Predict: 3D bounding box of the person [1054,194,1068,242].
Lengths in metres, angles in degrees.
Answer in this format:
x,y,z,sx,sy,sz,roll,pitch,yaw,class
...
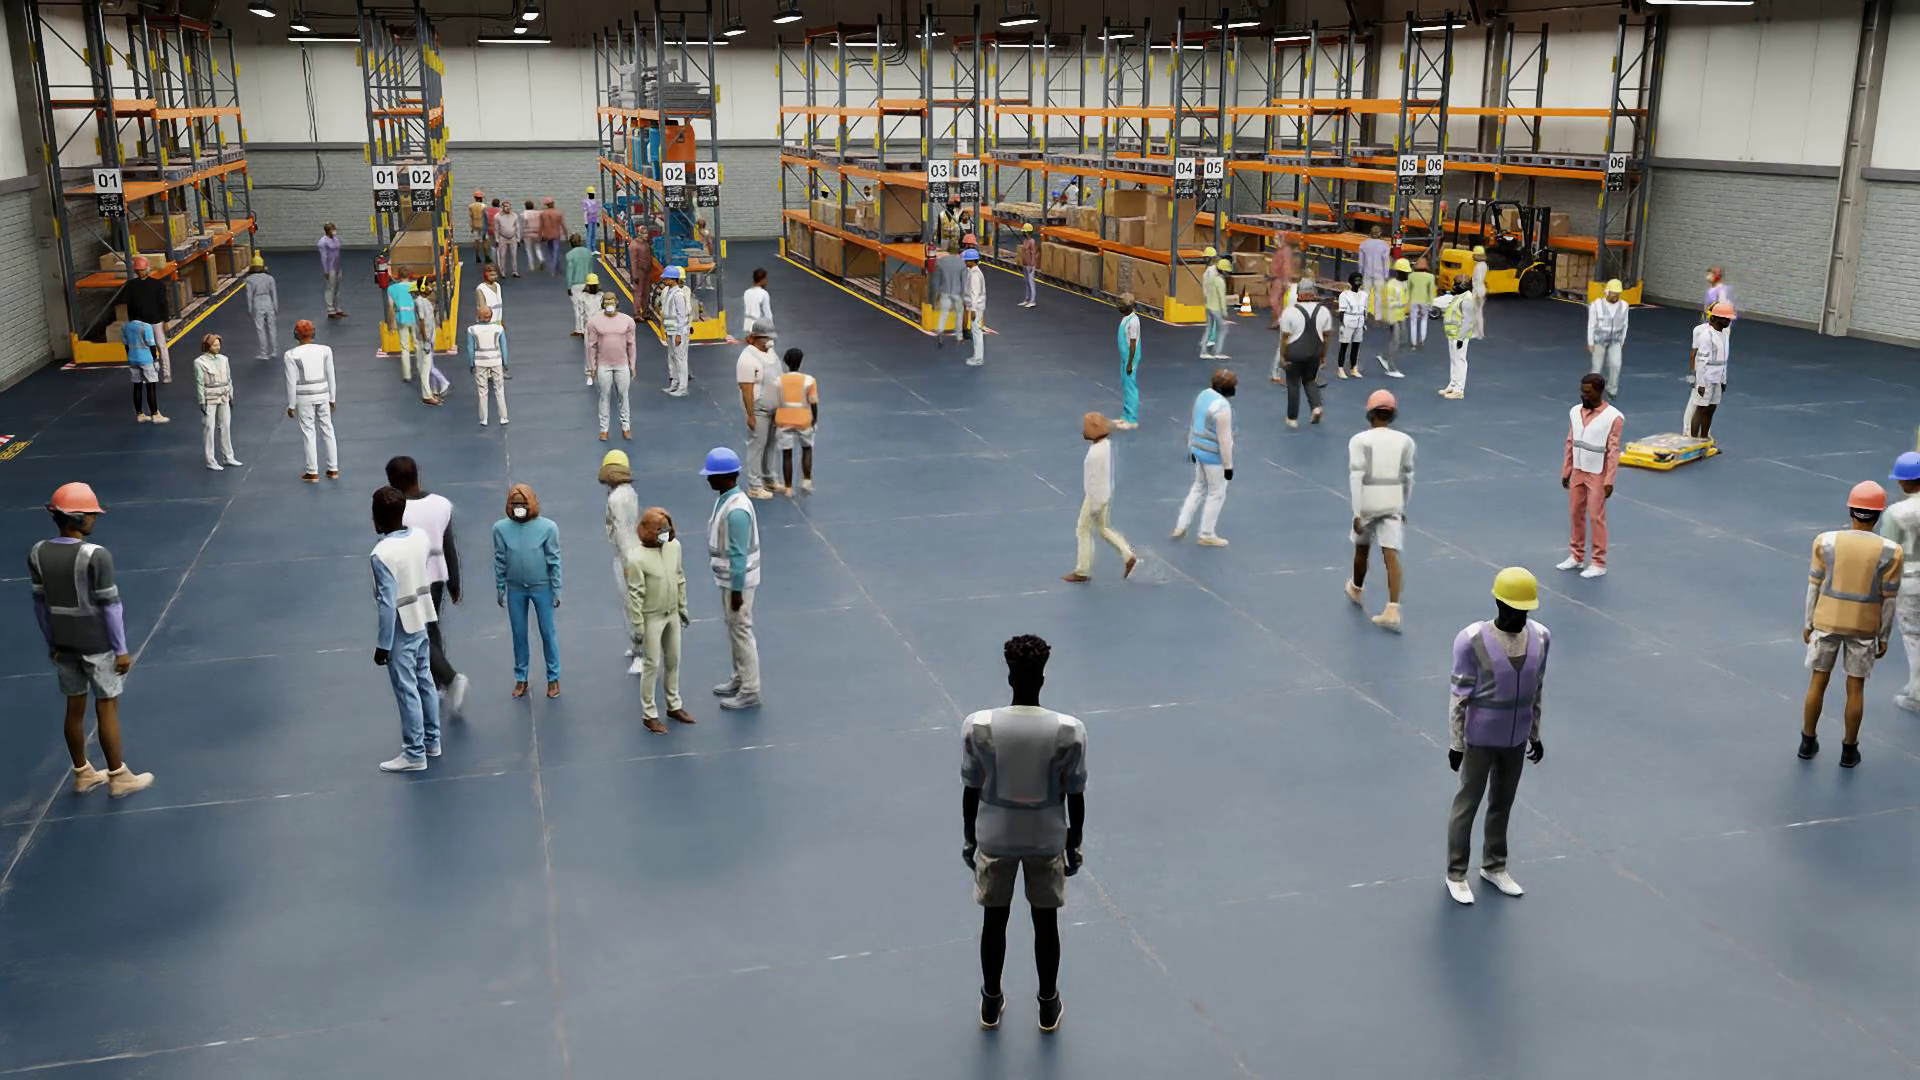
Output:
x,y,z,sx,sy,sz,roll,pitch,yaw,class
2.763,-8.437,45.035,0.554,1.855,0.538,-2,15,-9,person

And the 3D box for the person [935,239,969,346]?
x,y,z,sx,sy,sz,roll,pitch,yaw,class
-0.150,-4.424,29.837,0.643,1.915,0.850,5,16,18,person

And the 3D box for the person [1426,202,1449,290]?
x,y,z,sx,sy,sz,roll,pitch,yaw,class
11.093,-6.841,38.702,0.409,2.032,0.608,-1,15,-2,person

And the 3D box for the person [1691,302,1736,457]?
x,y,z,sx,sy,sz,roll,pitch,yaw,class
9.361,-1.997,20.664,0.543,1.931,0.387,-11,18,-35,person

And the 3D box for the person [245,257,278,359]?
x,y,z,sx,sy,sz,roll,pitch,yaw,class
-11.963,-3.970,28.531,0.504,1.710,0.588,-10,18,-34,person

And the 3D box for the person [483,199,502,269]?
x,y,z,sx,sy,sz,roll,pitch,yaw,class
-12.156,-8.057,43.743,0.669,1.791,0.948,-1,15,-4,person

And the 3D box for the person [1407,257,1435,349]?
x,y,z,sx,sy,sz,roll,pitch,yaw,class
8.179,-4.232,29.677,0.507,1.607,0.681,3,15,13,person

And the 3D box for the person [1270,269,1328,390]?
x,y,z,sx,sy,sz,roll,pitch,yaw,class
5.200,-3.221,25.408,0.632,1.852,1.059,-13,20,-41,person

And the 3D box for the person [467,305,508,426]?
x,y,z,sx,sy,sz,roll,pitch,yaw,class
-6.416,-2.371,22.628,0.523,1.638,0.310,-4,15,-16,person

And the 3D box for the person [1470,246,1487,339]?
x,y,z,sx,sy,sz,roll,pitch,yaw,class
9.539,-4.570,30.744,0.419,1.726,0.495,9,17,29,person

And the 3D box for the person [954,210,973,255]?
x,y,z,sx,sy,sz,roll,pitch,yaw,class
0.109,-6.741,38.679,0.507,1.846,0.345,-6,16,-22,person

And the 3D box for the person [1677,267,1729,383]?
x,y,z,sx,sy,sz,roll,pitch,yaw,class
11.583,-3.332,25.900,0.794,1.816,0.579,3,15,10,person

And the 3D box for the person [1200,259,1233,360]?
x,y,z,sx,sy,sz,roll,pitch,yaw,class
4.381,-3.895,28.195,0.491,1.725,0.534,-3,15,-13,person

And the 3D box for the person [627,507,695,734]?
x,y,z,sx,sy,sz,roll,pitch,yaw,class
-2.106,0.552,11.661,0.285,1.624,0.509,10,18,33,person

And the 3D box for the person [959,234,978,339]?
x,y,z,sx,sy,sz,roll,pitch,yaw,class
0.146,-4.698,30.823,0.376,1.933,0.545,-3,15,-10,person

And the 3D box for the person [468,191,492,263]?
x,y,z,sx,sy,sz,roll,pitch,yaw,class
-12.994,-8.473,45.025,0.546,1.934,0.376,2,15,7,person

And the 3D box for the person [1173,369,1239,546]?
x,y,z,sx,sy,sz,roll,pitch,yaw,class
2.460,-0.817,16.485,0.547,1.803,0.741,-4,15,-14,person

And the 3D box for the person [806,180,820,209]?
x,y,z,sx,sy,sz,roll,pitch,yaw,class
-4.589,-10.258,51.751,0.372,1.930,0.543,7,17,26,person

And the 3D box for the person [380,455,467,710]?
x,y,z,sx,sy,sz,roll,pitch,yaw,class
-3.870,0.315,12.057,0.722,1.886,0.606,9,18,32,person

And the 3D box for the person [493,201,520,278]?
x,y,z,sx,sy,sz,roll,pitch,yaw,class
-11.208,-7.440,41.216,0.643,1.901,0.396,-8,17,-29,person

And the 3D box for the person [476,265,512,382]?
x,y,z,sx,sy,sz,roll,pitch,yaw,class
-7.379,-3.406,26.158,0.394,1.831,0.578,4,15,15,person

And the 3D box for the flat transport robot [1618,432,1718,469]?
x,y,z,sx,sy,sz,roll,pitch,yaw,class
8.722,-1.113,20.517,1.431,0.197,0.652,-13,20,-41,flat transport robot

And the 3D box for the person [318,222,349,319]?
x,y,z,sx,sy,sz,roll,pitch,yaw,class
-12.687,-5.452,33.645,0.358,1.938,0.636,2,15,8,person

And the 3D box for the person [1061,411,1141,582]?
x,y,z,sx,sy,sz,roll,pitch,yaw,class
1.297,-0.382,15.187,0.634,1.611,0.504,6,16,20,person

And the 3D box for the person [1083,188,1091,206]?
x,y,z,sx,sy,sz,roll,pitch,yaw,class
3.805,-9.815,50.476,0.351,1.734,0.499,2,15,7,person

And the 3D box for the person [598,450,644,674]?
x,y,z,sx,sy,sz,roll,pitch,yaw,class
-2.611,0.174,12.943,0.391,1.697,0.679,0,15,-1,person

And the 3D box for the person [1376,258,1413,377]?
x,y,z,sx,sy,sz,roll,pitch,yaw,class
6.950,-3.545,26.552,0.507,1.902,0.589,13,20,41,person

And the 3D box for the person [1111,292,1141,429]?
x,y,z,sx,sy,sz,roll,pitch,yaw,class
2.257,-2.419,22.436,0.347,1.838,0.500,-2,15,-7,person

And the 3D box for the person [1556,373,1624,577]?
x,y,z,sx,sy,sz,roll,pitch,yaw,class
5.889,-0.620,15.537,0.401,1.906,0.598,-7,17,-26,person

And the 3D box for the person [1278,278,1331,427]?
x,y,z,sx,sy,sz,roll,pitch,yaw,class
4.619,-2.544,22.511,0.683,2.000,0.541,-3,15,-12,person

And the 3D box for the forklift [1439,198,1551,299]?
x,y,z,sx,sy,sz,roll,pitch,yaw,class
11.913,-6.508,37.130,2.313,2.155,1.214,-4,15,-15,forklift

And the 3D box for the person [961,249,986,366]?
x,y,z,sx,sy,sz,roll,pitch,yaw,class
0.224,-3.885,27.764,0.421,1.940,0.604,0,15,-1,person

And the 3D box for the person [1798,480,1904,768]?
x,y,z,sx,sy,sz,roll,pitch,yaw,class
5.911,0.555,11.075,0.540,1.929,0.394,9,17,30,person

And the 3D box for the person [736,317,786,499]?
x,y,z,sx,sy,sz,roll,pitch,yaw,class
-2.169,-1.481,18.511,0.535,2.000,0.686,6,16,20,person

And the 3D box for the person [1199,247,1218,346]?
x,y,z,sx,sy,sz,roll,pitch,yaw,class
4.477,-4.375,29.927,0.315,1.769,0.525,1,15,5,person

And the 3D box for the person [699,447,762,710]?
x,y,z,sx,sy,sz,roll,pitch,yaw,class
-1.665,0.270,12.129,0.422,1.937,0.611,-4,15,-16,person

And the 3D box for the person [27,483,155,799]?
x,y,z,sx,sy,sz,roll,pitch,yaw,class
-5.522,0.641,10.540,0.609,2.034,0.404,5,16,17,person

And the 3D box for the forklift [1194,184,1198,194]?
x,y,z,sx,sy,sz,roll,pitch,yaw,class
7.392,-11.333,53.972,1.873,2.768,1.129,-4,15,-15,forklift

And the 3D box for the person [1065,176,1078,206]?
x,y,z,sx,sy,sz,roll,pitch,yaw,class
3.626,-10.609,53.031,0.605,1.951,0.381,8,17,27,person
